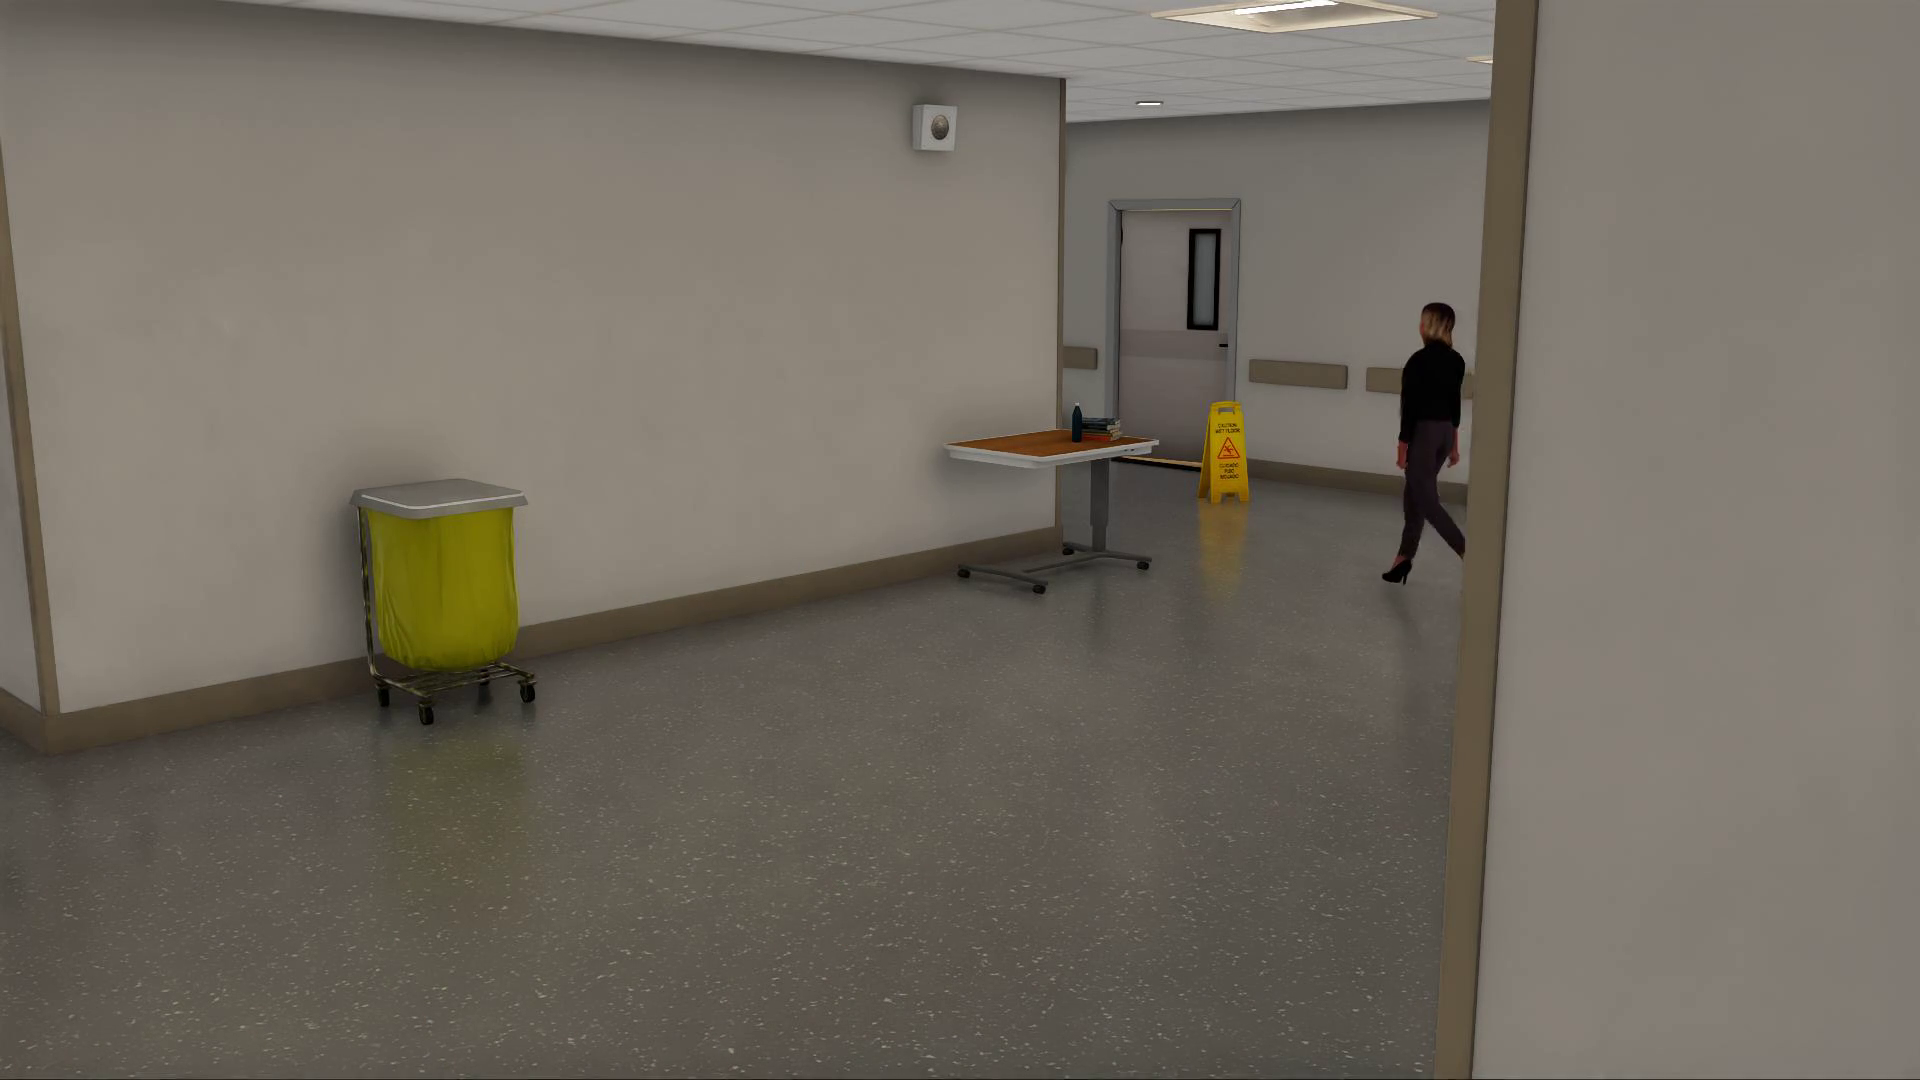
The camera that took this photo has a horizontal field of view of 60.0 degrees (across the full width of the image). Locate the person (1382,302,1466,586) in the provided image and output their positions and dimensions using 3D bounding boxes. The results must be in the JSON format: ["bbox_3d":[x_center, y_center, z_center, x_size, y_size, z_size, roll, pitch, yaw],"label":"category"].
[{"bbox_3d":[2.702,-0.483,9.363,0.702,1.643,1.056,-8,13,-36],"label":"person"}]
